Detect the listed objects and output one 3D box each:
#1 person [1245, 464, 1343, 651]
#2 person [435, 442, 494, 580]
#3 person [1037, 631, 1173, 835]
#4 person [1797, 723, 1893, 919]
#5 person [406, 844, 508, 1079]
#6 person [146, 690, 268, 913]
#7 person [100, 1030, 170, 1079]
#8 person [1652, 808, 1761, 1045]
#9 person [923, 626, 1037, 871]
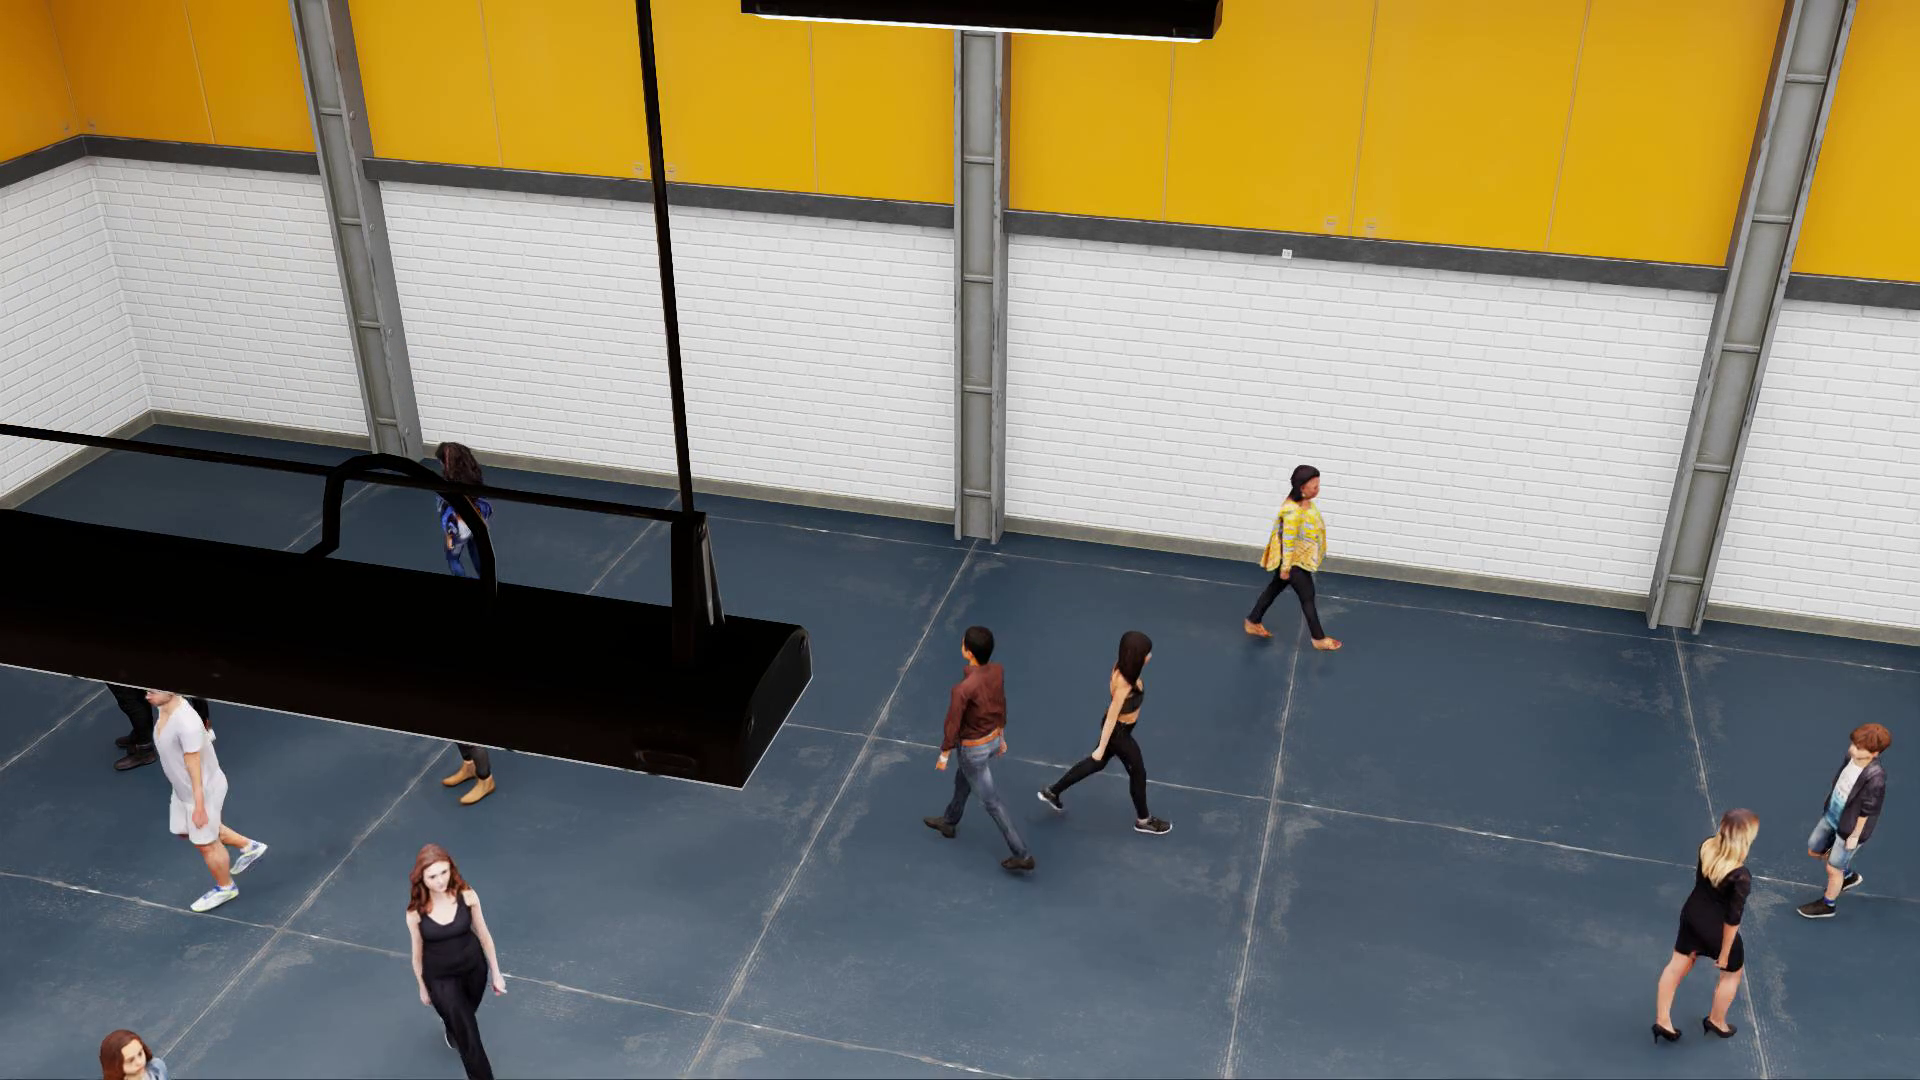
[{"bbox_3d":[2.581,0.142,13.265,1.007,1.611,0.696,8,30,15],"label":"person"},{"bbox_3d":[-4.007,-0.053,13.624,0.780,1.610,0.767,25,37,37],"label":"person"},{"bbox_3d":[0.971,1.304,11.150,1.195,1.597,0.728,1,29,1],"label":"person"},{"bbox_3d":[5.641,1.769,10.465,0.738,1.438,0.647,-2,29,-4],"label":"person"},{"bbox_3d":[-2.792,2.334,9.147,1.061,1.708,1.181,-19,34,-31],"label":"person"},{"bbox_3d":[-4.730,1.520,10.511,0.950,1.830,0.896,-24,37,-36],"label":"person"},{"bbox_3d":[-4.035,2.995,8.201,1.023,1.453,0.683,13,31,22],"label":"person"},{"bbox_3d":[4.155,2.223,9.401,0.862,1.659,0.766,-8,30,-14],"label":"person"},{"bbox_3d":[0.189,1.400,10.828,1.253,1.737,0.927,19,34,30],"label":"person"}]
